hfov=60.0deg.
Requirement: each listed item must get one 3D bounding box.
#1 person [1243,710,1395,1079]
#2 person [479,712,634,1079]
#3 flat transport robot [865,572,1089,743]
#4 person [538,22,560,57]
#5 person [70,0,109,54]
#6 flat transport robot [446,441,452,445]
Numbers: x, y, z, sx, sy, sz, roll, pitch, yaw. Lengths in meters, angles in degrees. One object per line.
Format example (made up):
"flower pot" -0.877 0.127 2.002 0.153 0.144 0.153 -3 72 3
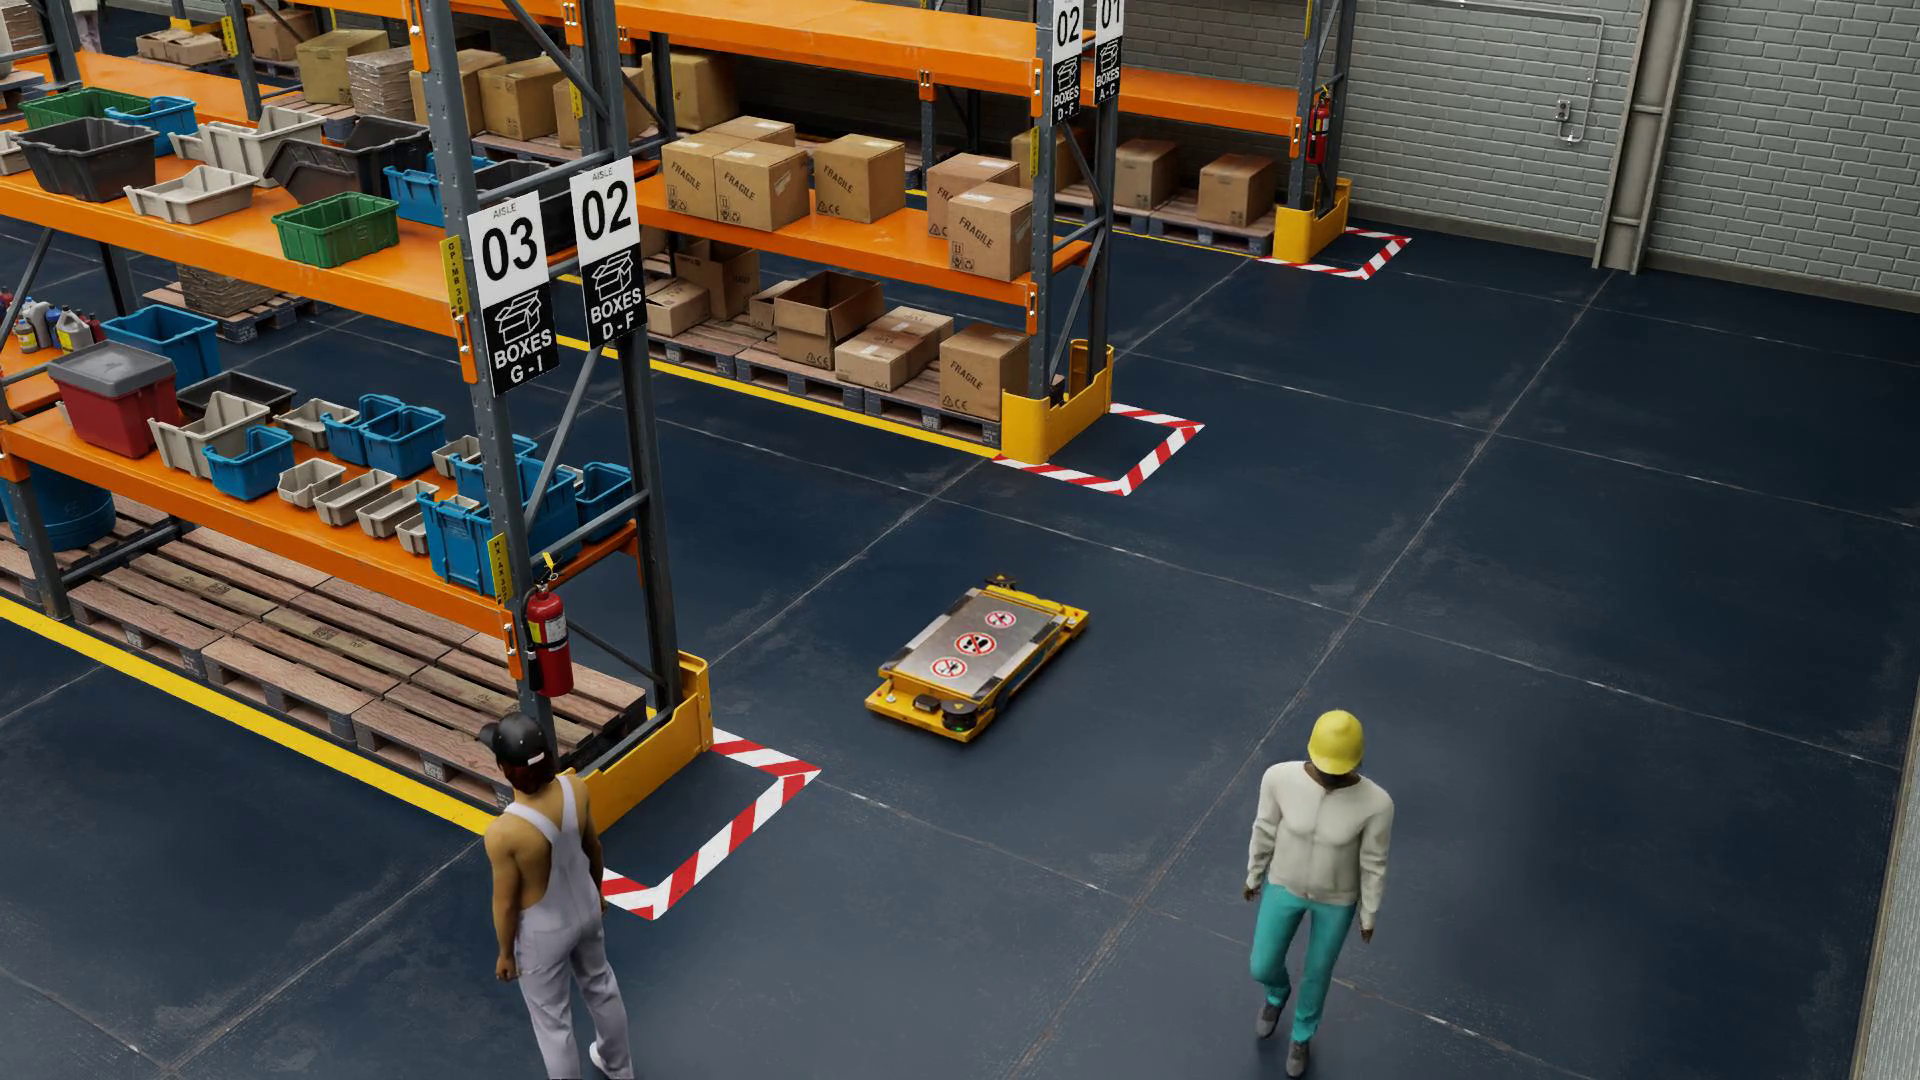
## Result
"person" 1.393 1.407 6.576 0.550 1.752 0.370 10 31 17
"person" -1.586 1.453 6.411 0.453 1.850 0.521 18 34 29
"flat transport robot" 0.122 0.644 9.478 0.659 0.231 1.431 16 33 27
"person" -4.178 -4.477 17.196 0.318 1.699 0.534 -18 34 -29
"person" -11.156 -6.721 21.144 0.844 1.826 0.579 26 38 38
"flat transport robot" -3.419 -0.355 11.270 1.431 0.231 0.659 18 34 29
